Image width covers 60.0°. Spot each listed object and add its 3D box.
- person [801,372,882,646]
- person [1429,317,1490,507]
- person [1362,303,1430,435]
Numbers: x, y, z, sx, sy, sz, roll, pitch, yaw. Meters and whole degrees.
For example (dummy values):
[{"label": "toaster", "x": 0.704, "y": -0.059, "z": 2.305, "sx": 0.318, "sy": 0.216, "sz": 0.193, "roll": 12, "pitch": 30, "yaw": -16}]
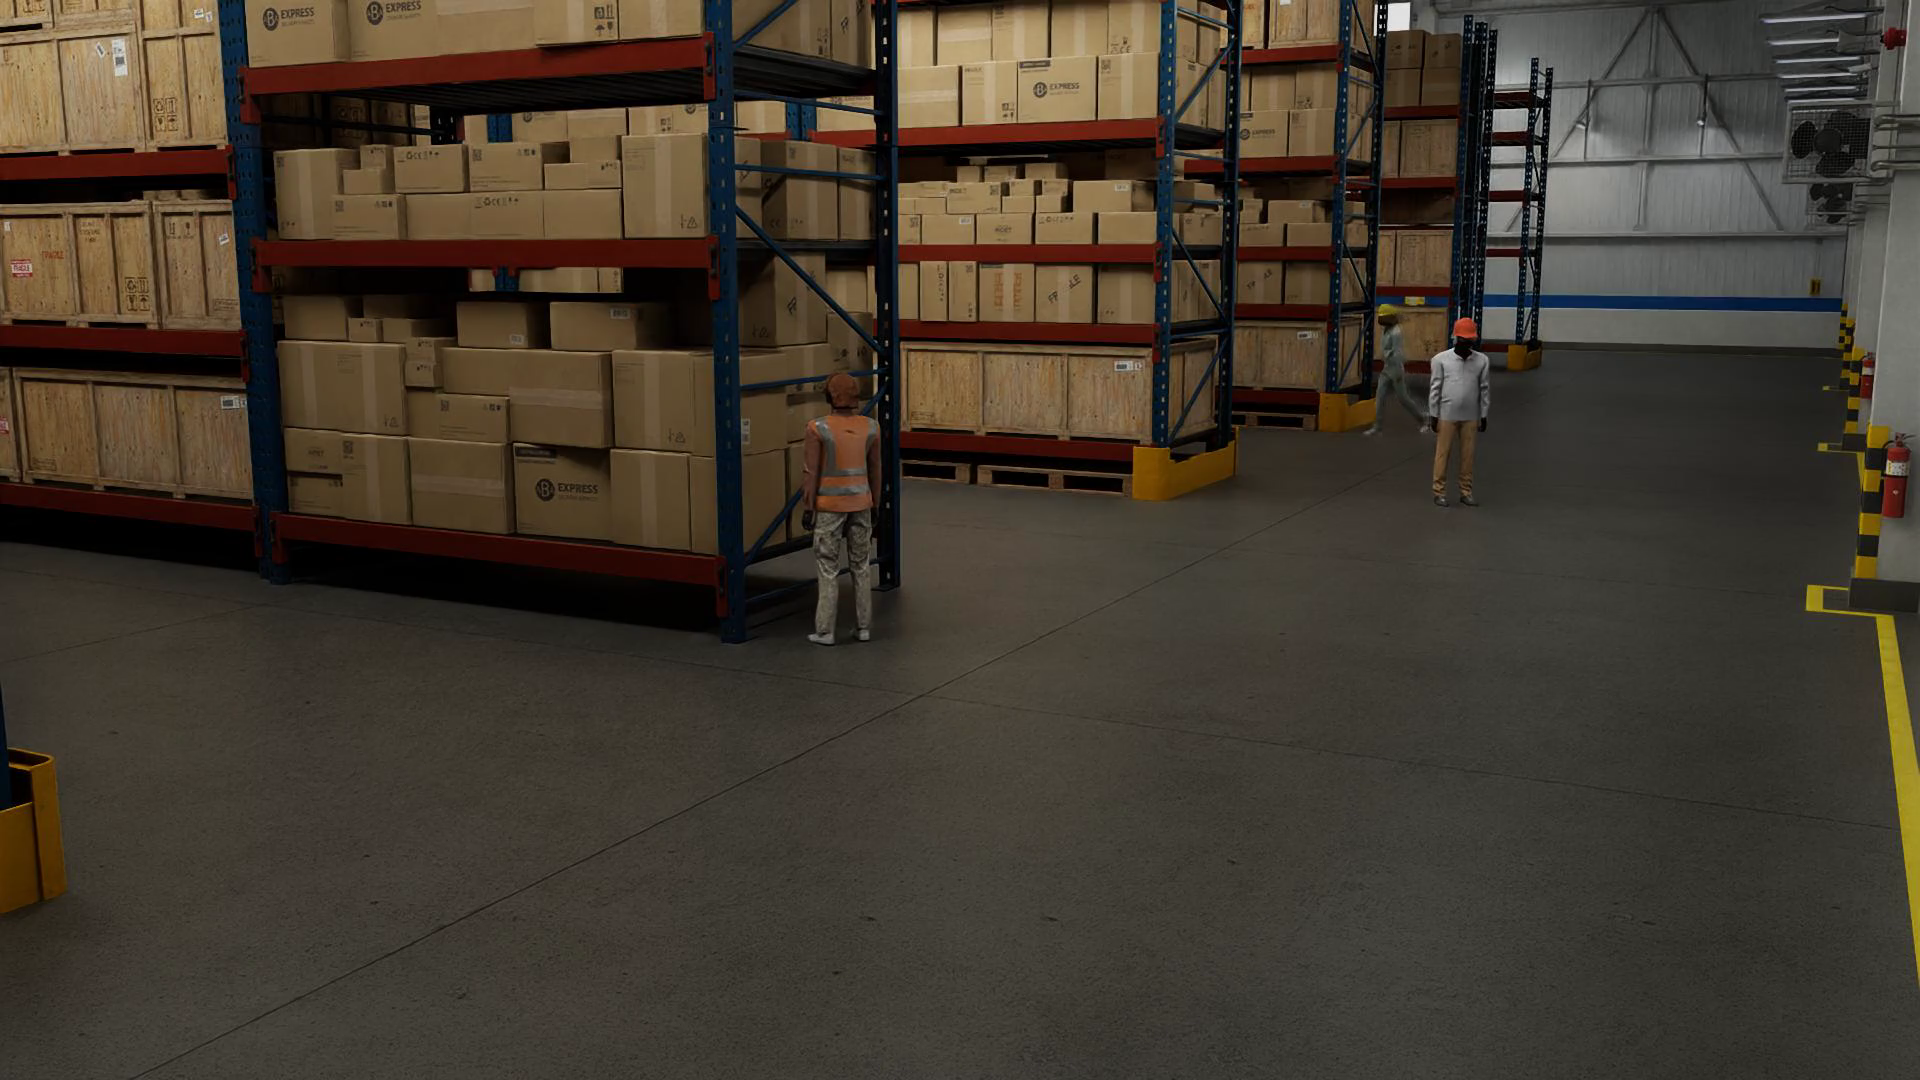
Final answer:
[{"label": "person", "x": -0.696, "y": -0.181, "z": 9.909, "sx": 0.523, "sy": 1.631, "sz": 0.317, "roll": -6, "pitch": 12, "yaw": -31}, {"label": "person", "x": 4.598, "y": -1.171, "z": 15.305, "sx": 0.565, "sy": 1.745, "sz": 0.349, "roll": -1, "pitch": 10, "yaw": -3}, {"label": "person", "x": 5.610, "y": -2.172, "z": 21.223, "sx": 0.787, "sy": 1.706, "sz": 0.502, "roll": -2, "pitch": 10, "yaw": -9}]
